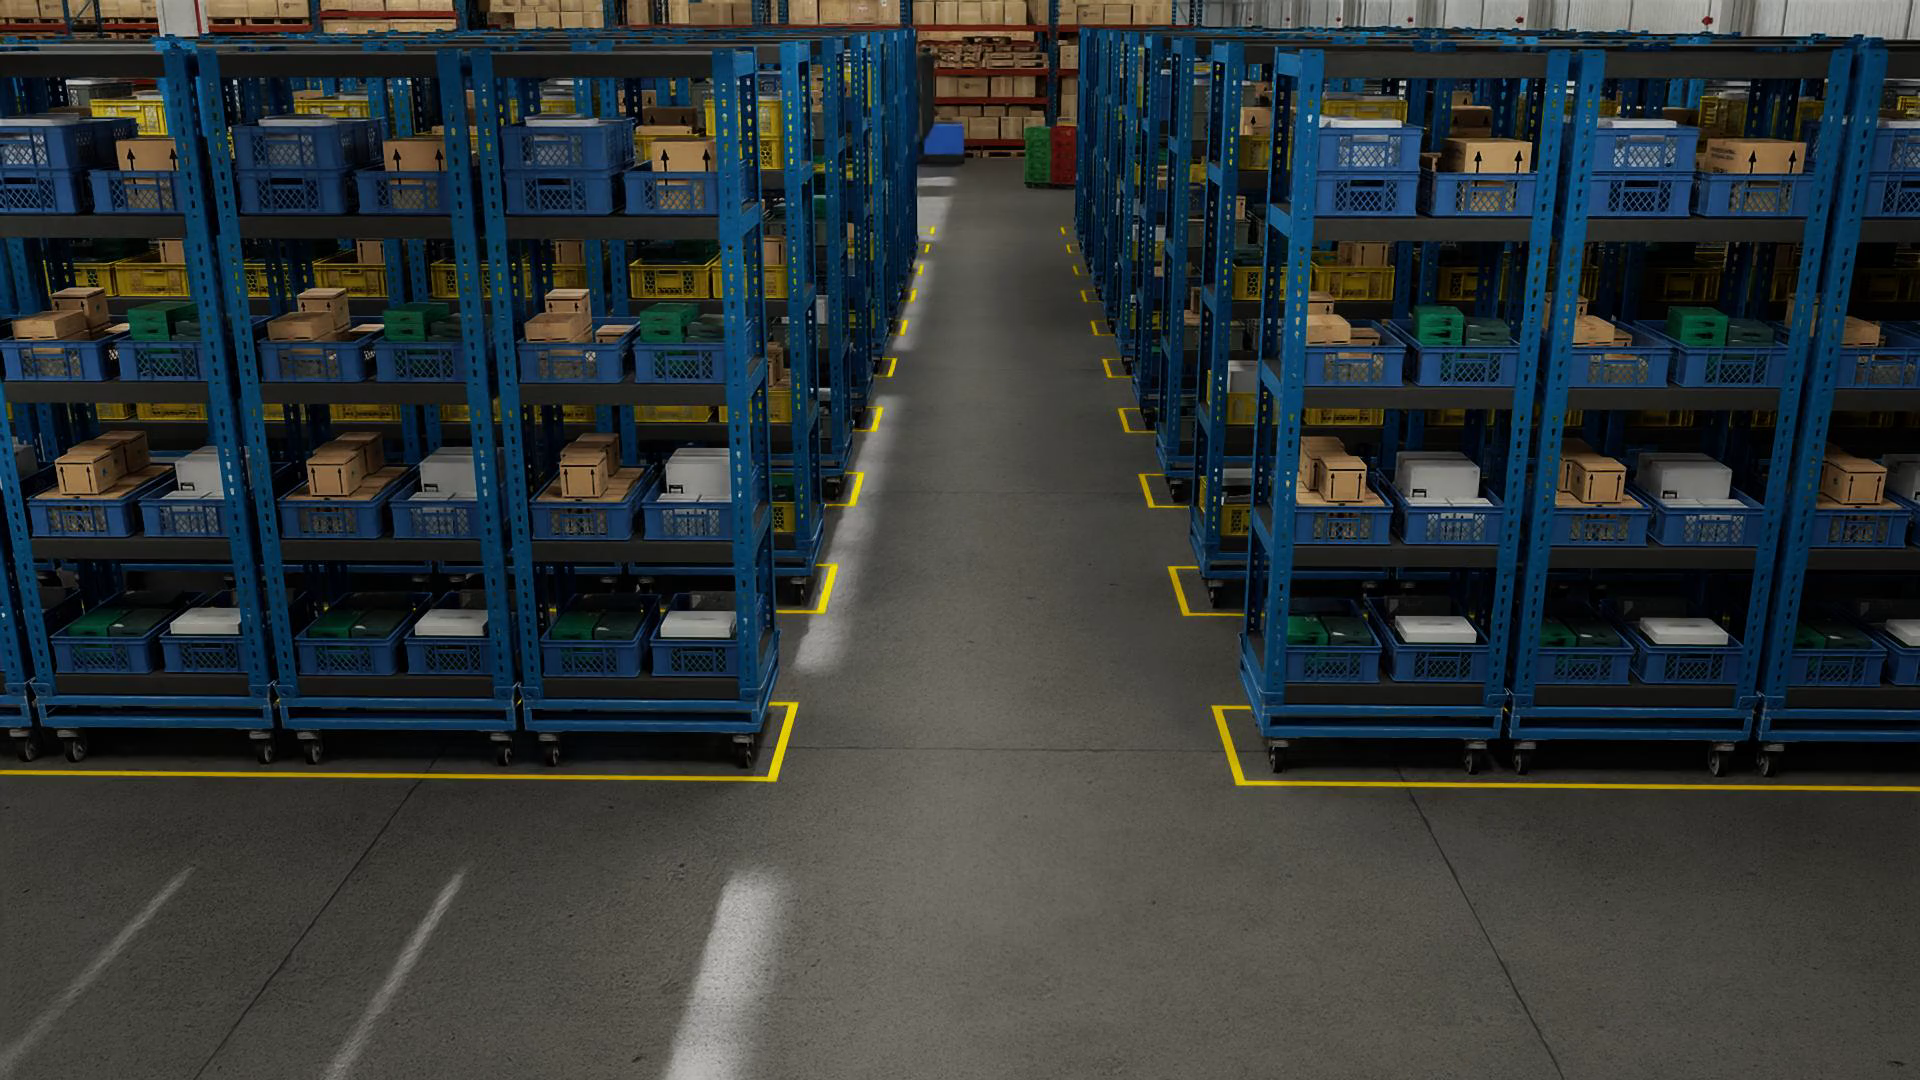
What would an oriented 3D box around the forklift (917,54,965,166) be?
[{"bbox_3d":[-0.807,-11.262,43.529,1.873,2.768,1.129,0,17,1],"label":"forklift"}]
